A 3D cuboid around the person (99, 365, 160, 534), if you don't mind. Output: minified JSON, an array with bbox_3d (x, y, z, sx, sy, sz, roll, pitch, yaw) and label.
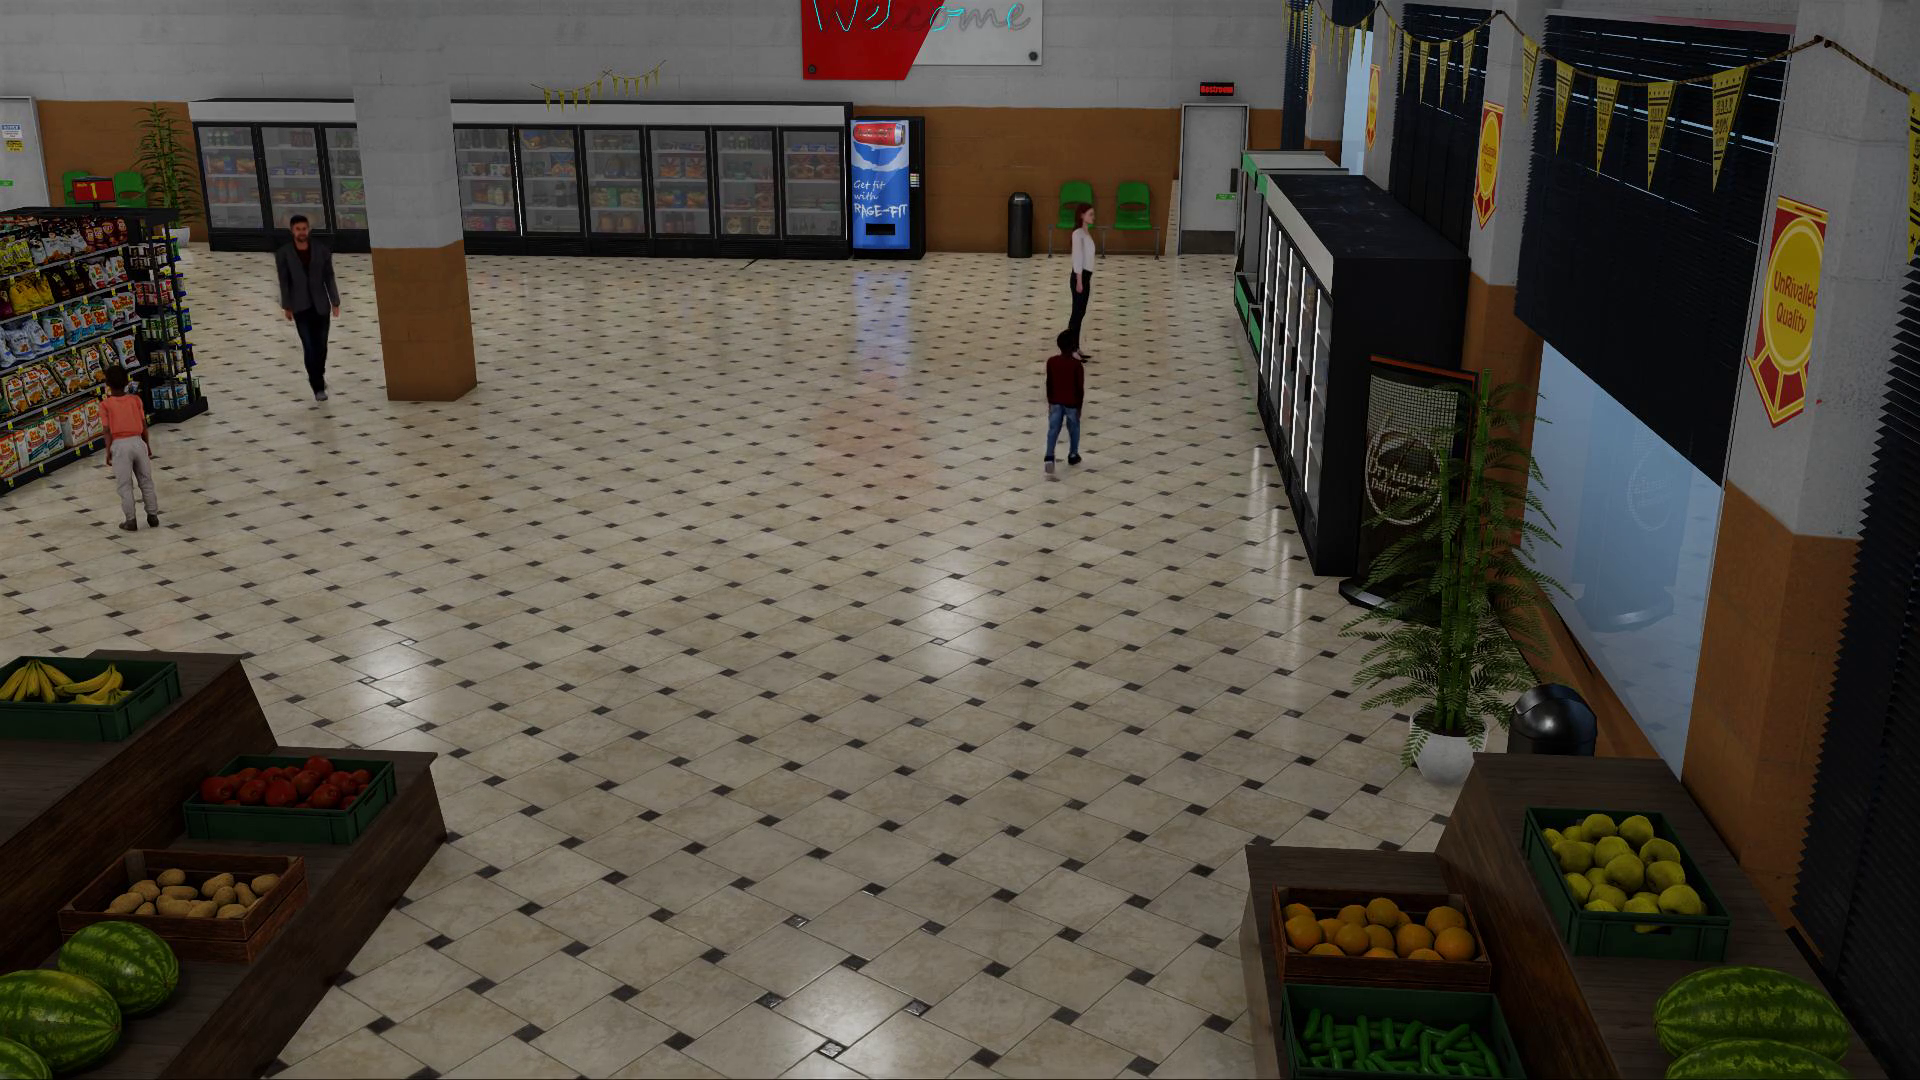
[{"bbox_3d":[-6.426,-0.712,12.851,0.560,1.311,0.624,-16,24,-39],"label":"person"}]

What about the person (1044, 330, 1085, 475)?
[{"bbox_3d":[0.877,-1.179,14.345,0.610,1.242,0.882,5,19,16],"label":"person"}]

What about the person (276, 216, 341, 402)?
[{"bbox_3d":[-6.618,-2.359,16.926,1.165,1.829,1.306,-11,22,-30],"label":"person"}]

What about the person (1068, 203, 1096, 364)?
[{"bbox_3d":[1.352,-2.873,18.558,0.695,1.760,0.496,5,19,15],"label":"person"}]
